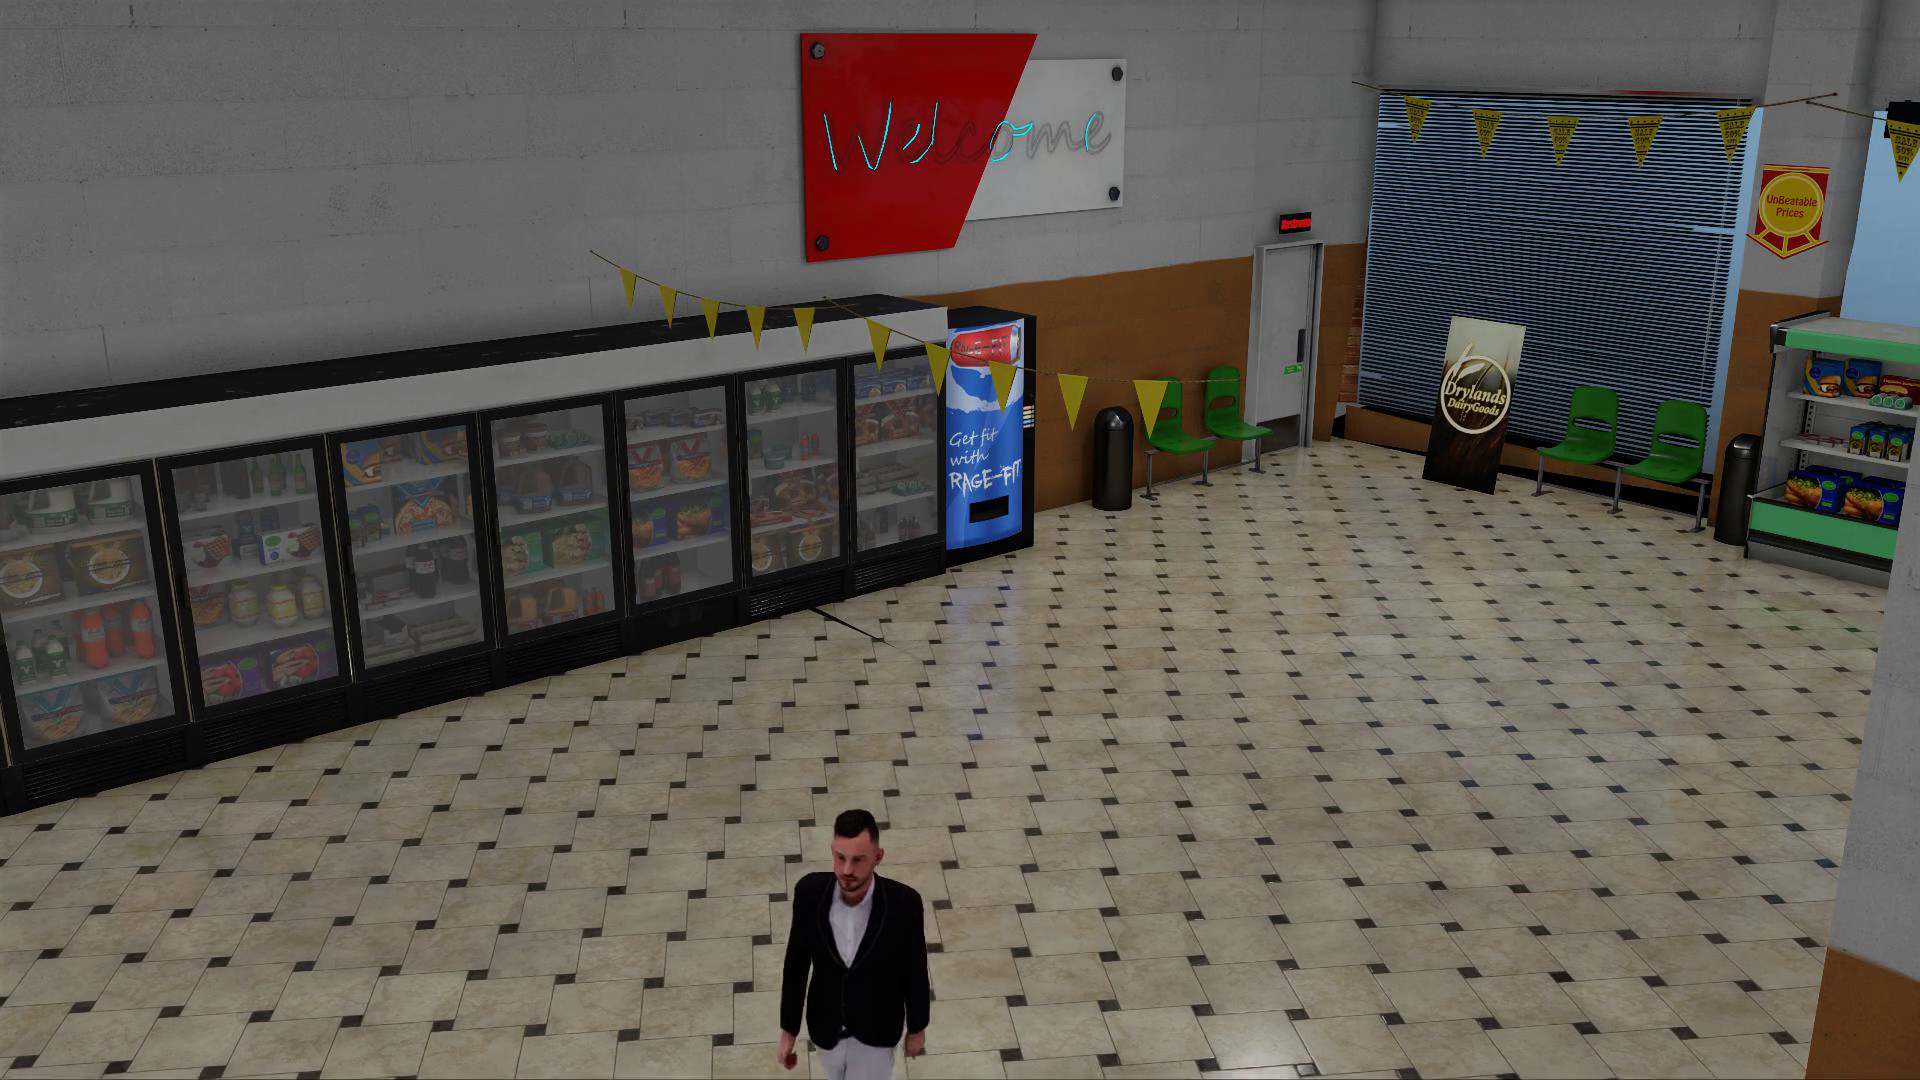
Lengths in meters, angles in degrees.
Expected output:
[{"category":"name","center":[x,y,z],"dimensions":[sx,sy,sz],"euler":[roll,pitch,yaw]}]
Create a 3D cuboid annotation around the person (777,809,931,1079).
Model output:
[{"category":"person","center":[-0.362,1.799,6.199],"dimensions":[1.232,1.795,1.128],"euler":[5,18,17]}]
